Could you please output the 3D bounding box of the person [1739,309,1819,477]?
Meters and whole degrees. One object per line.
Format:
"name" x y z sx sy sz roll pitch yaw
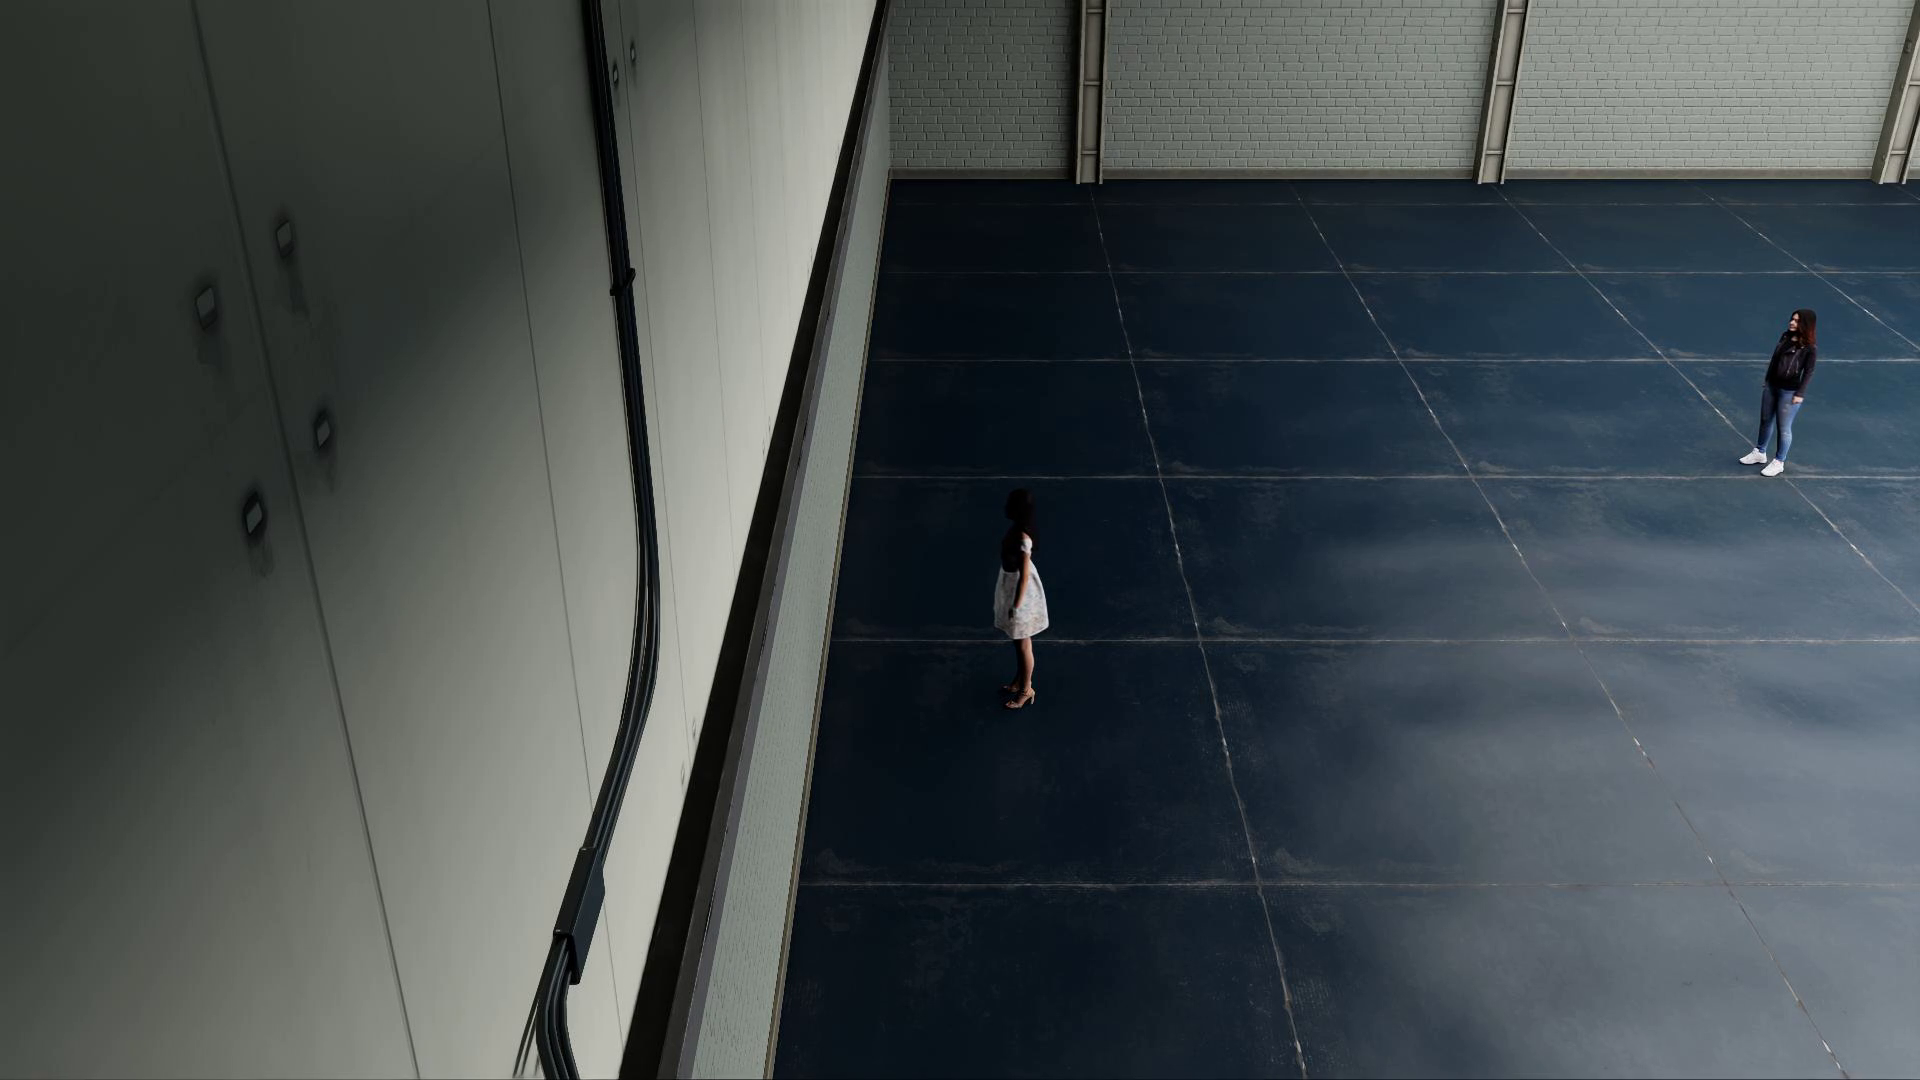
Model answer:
"person" 7.820 -1.423 15.779 0.666 1.634 0.695 -9 29 -16

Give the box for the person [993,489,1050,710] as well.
"person" 0.430 0.424 12.161 0.615 1.774 0.634 0 28 1
